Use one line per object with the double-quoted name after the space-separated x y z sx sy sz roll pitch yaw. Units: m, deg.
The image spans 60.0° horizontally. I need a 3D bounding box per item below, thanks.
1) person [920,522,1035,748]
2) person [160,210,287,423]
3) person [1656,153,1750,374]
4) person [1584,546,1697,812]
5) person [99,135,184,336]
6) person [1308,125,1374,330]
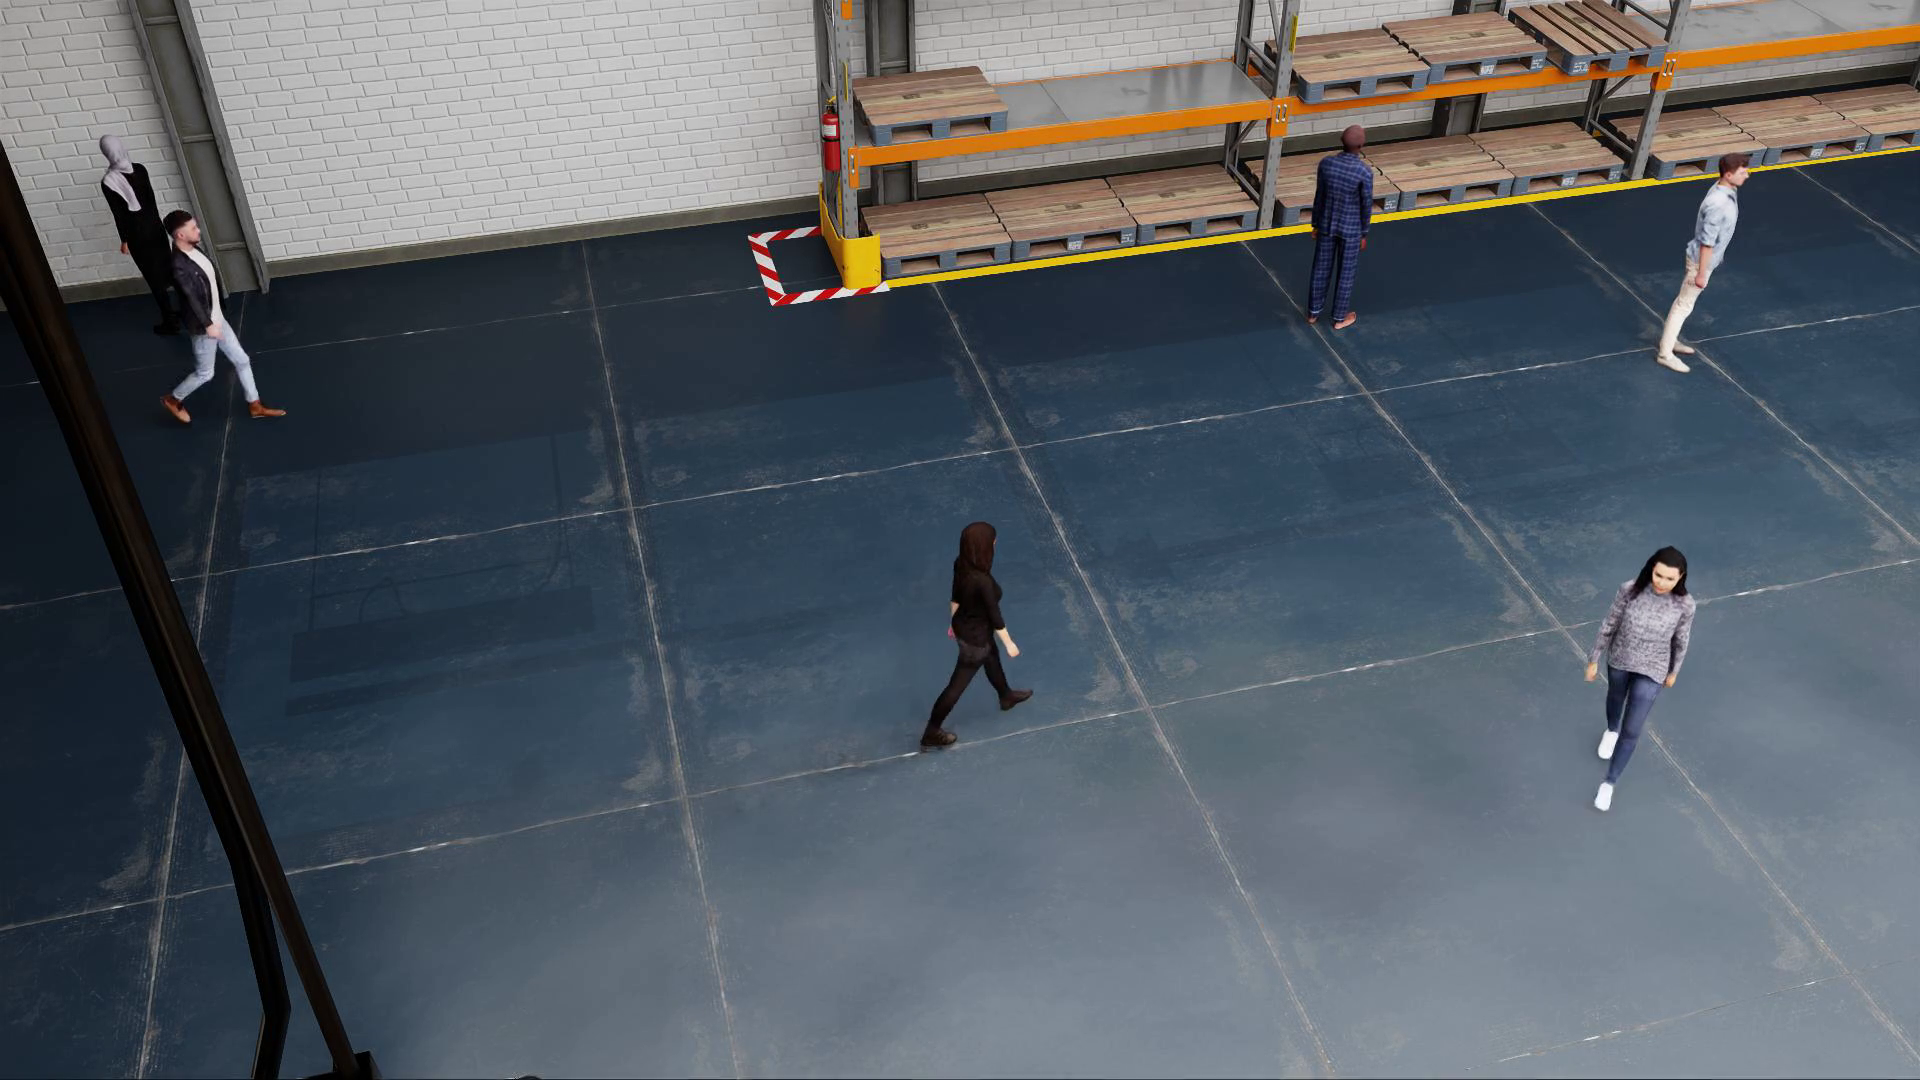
0.015 0.620 10.055 1.094 1.601 0.666 -15 41 -18 "person"
-5.858 -1.642 12.726 1.182 1.802 0.809 -2 39 -2 "person"
6.018 -2.280 13.489 0.781 1.847 0.721 19 43 23 "person"
4.044 0.688 9.889 1.030 1.701 1.113 22 44 25 "person"
-6.785 -2.537 13.865 0.722 1.780 0.680 16 41 19 "person"
3.192 -2.626 13.945 0.761 1.819 0.817 21 43 24 "person"
